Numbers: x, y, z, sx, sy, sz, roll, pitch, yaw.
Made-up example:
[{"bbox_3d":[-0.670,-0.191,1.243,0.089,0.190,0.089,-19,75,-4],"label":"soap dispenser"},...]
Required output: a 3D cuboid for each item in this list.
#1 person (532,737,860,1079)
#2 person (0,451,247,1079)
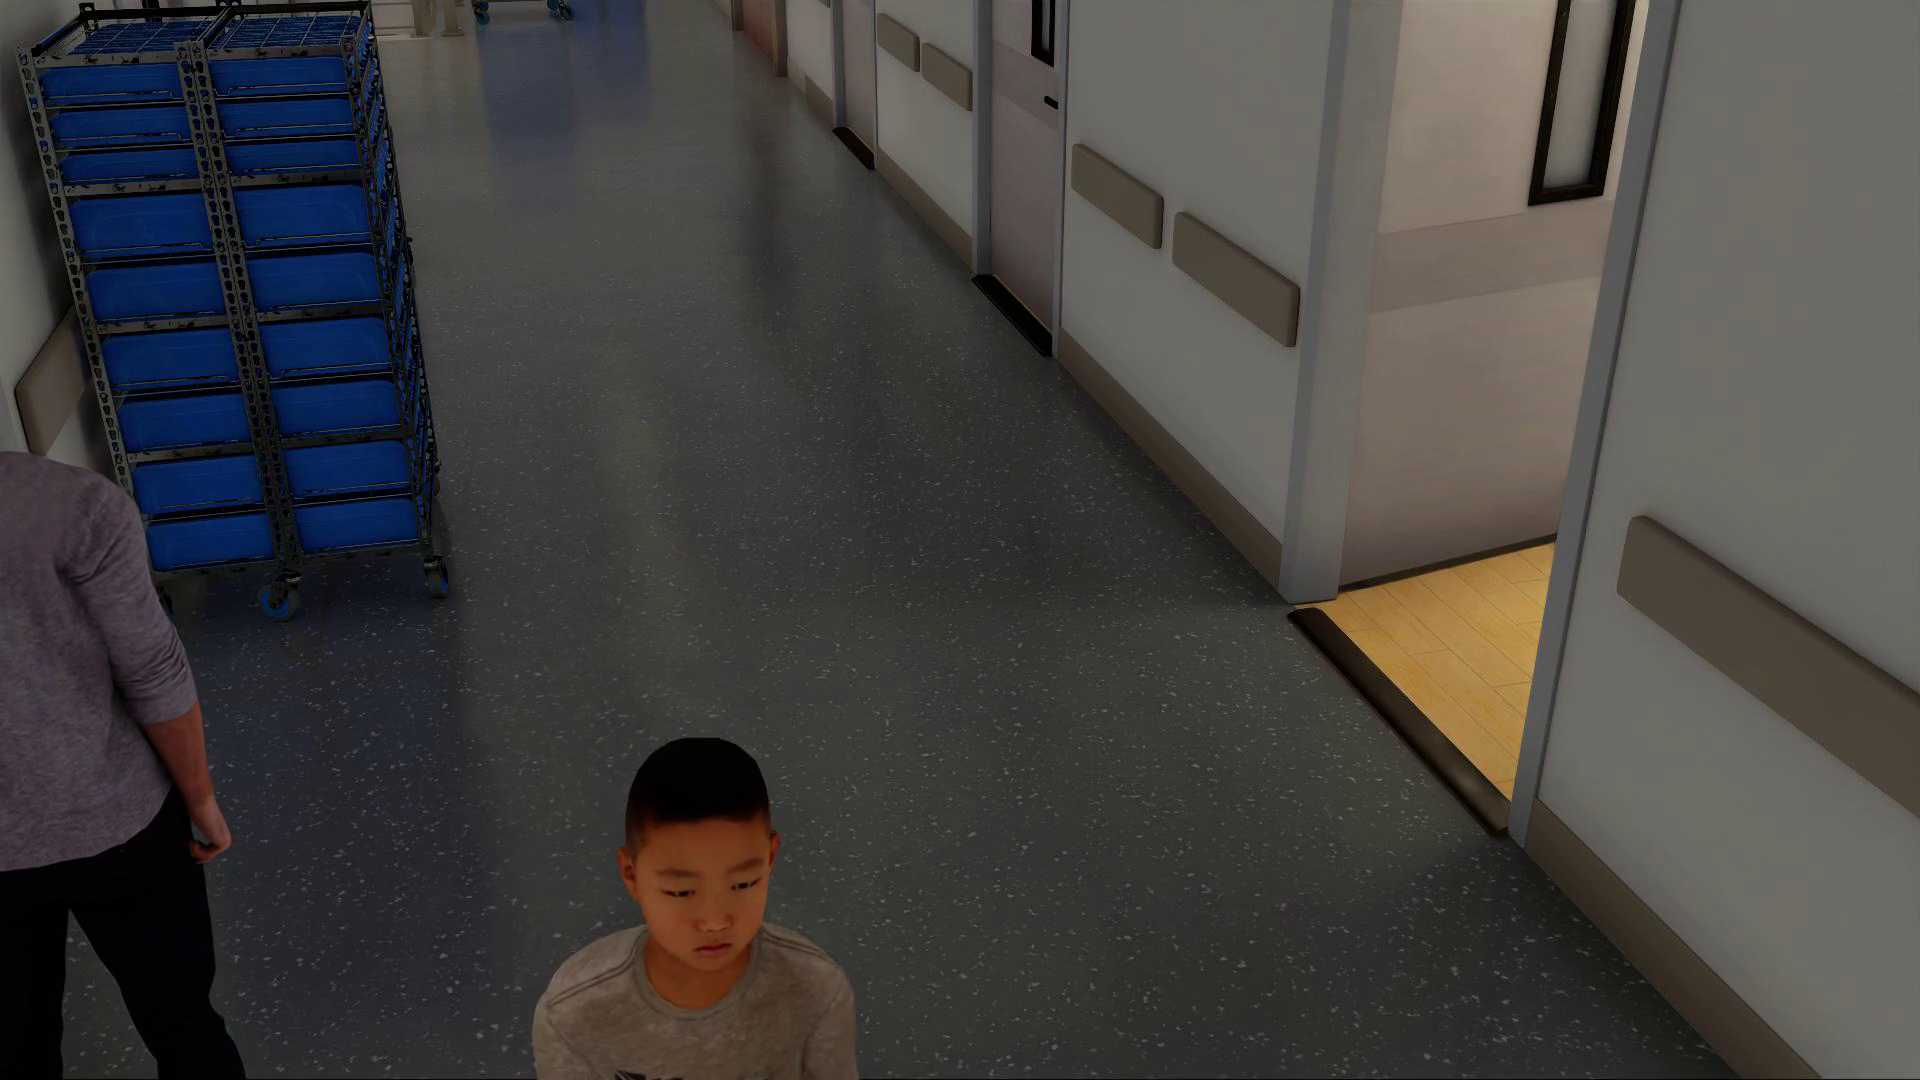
[{"bbox_3d":[-0.333,0.876,2.182,0.562,1.452,0.671,-6,26,-11],"label":"person"},{"bbox_3d":[-1.439,0.450,2.617,0.652,1.842,0.522,-6,26,-13],"label":"person"}]
